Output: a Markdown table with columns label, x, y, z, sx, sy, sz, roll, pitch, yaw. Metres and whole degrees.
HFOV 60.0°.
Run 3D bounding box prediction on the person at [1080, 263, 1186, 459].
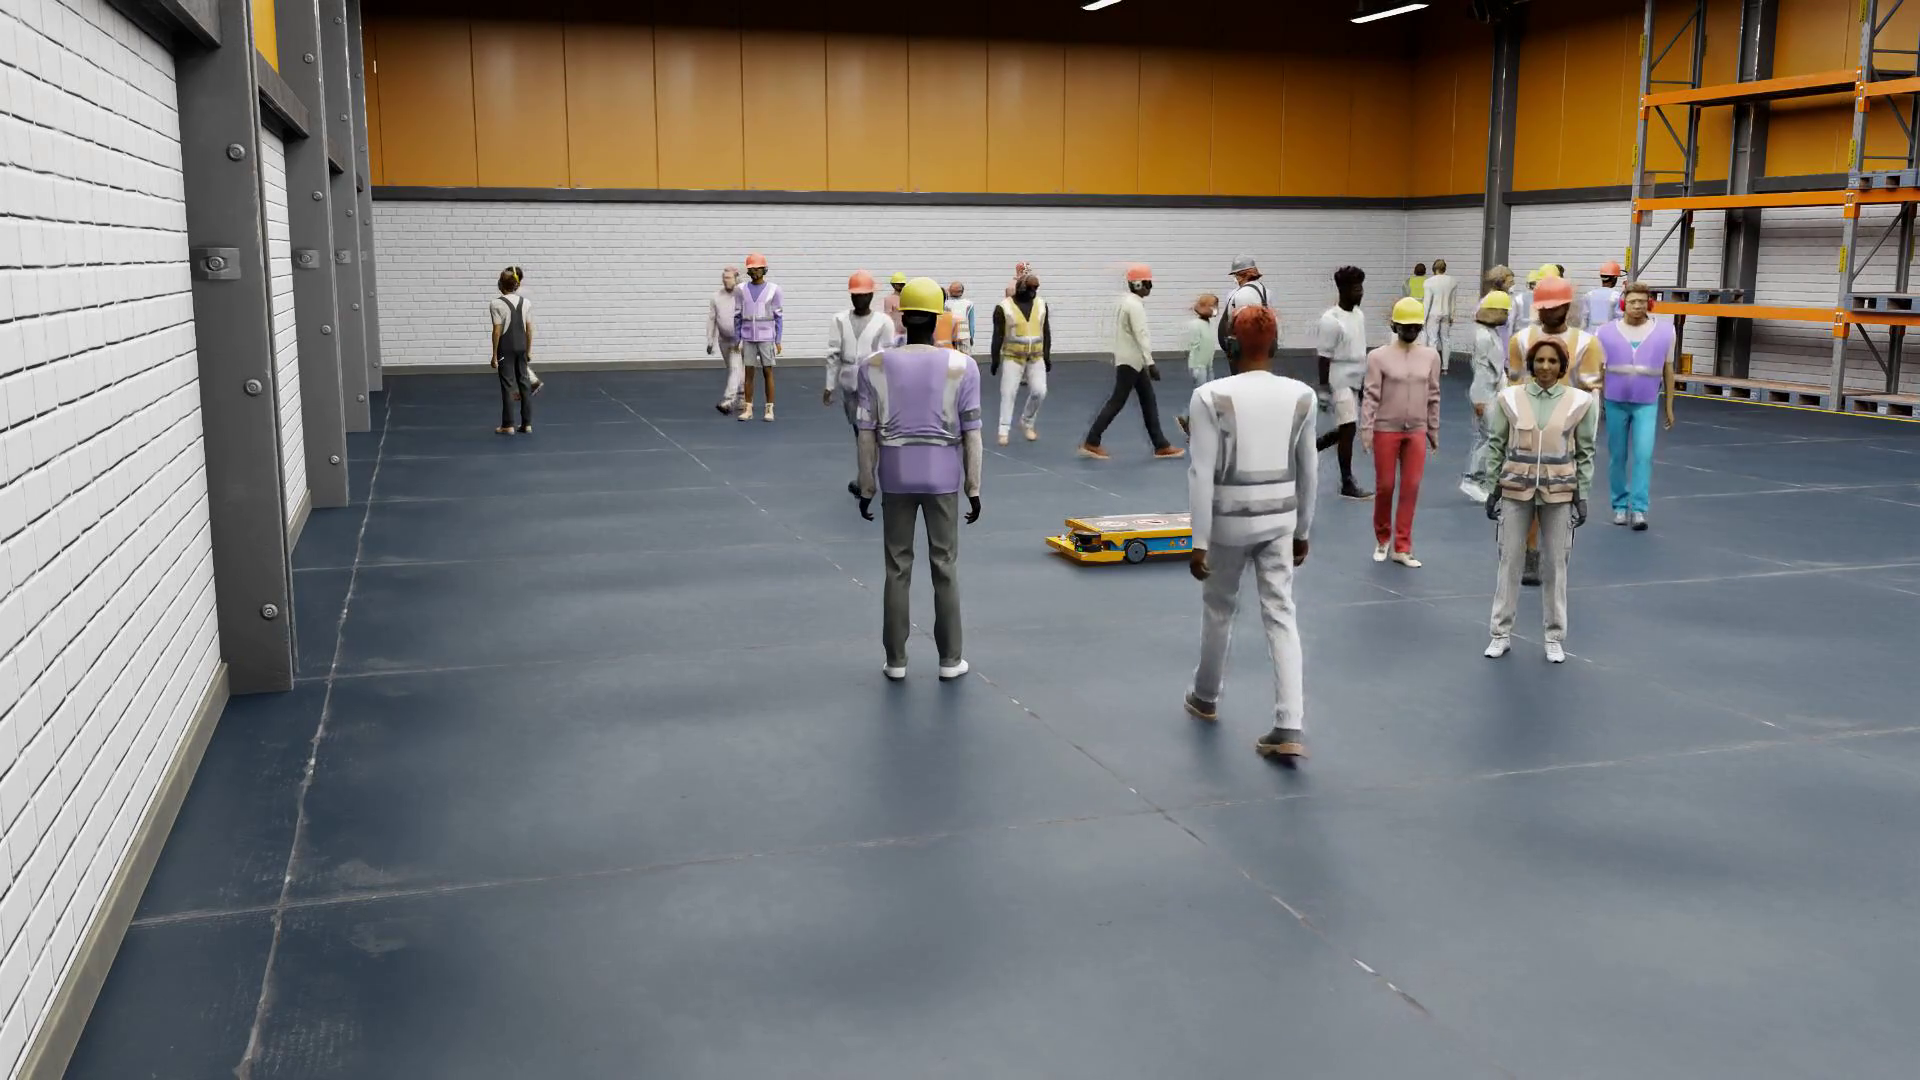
| label | x | y | z | sx | sy | sz | roll | pitch | yaw |
| --- | --- | --- | --- | --- | --- | --- | --- | --- | --- |
| person | 1.689 | -1.751 | 16.438 | 1.045 | 1.949 | 0.627 | 1 | 10 | 7 |

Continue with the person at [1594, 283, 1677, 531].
| label | x | y | z | sx | sy | sz | roll | pitch | yaw |
| --- | --- | --- | --- | --- | --- | --- | --- | --- | --- |
| person | 4.931 | -0.966 | 12.226 | 0.602 | 1.806 | 0.884 | 4 | 11 | 22 |

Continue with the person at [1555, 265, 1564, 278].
| label | x | y | z | sx | sy | sz | roll | pitch | yaw |
| --- | --- | --- | --- | --- | --- | --- | --- | --- | --- |
| person | 10.077 | -3.744 | 28.237 | 0.430 | 1.844 | 0.624 | -6 | 12 | -32 |

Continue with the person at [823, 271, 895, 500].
| label | x | y | z | sx | sy | sz | roll | pitch | yaw |
| --- | --- | --- | --- | --- | --- | --- | --- | --- | --- |
| person | -0.843 | -1.290 | 13.897 | 0.554 | 1.880 | 0.999 | 3 | 10 | 15 |

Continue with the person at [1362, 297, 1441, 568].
| label | x | y | z | sx | sy | sz | roll | pitch | yaw |
| --- | --- | --- | --- | --- | --- | --- | --- | --- | --- |
| person | 2.882 | -0.706 | 10.899 | 0.541 | 1.759 | 0.480 | -1 | 10 | -8 |

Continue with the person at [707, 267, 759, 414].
| label | x | y | z | sx | sy | sz | roll | pitch | yaw |
| --- | --- | --- | --- | --- | --- | --- | --- | --- | --- |
| person | -2.924 | -2.548 | 21.271 | 0.664 | 1.853 | 1.018 | 4 | 11 | 22 |

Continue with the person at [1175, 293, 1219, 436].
| label | x | y | z | sx | sy | sz | roll | pitch | yaw |
| --- | --- | --- | --- | --- | --- | --- | --- | --- | --- |
| person | 2.552 | -1.834 | 17.831 | 0.466 | 1.616 | 0.498 | 7 | 12 | 36 |

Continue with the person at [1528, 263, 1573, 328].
| label | x | y | z | sx | sy | sz | roll | pitch | yaw |
| --- | --- | --- | --- | --- | --- | --- | --- | --- | --- |
| person | 6.737 | -2.212 | 19.137 | 0.608 | 1.915 | 0.416 | -5 | 11 | -28 |

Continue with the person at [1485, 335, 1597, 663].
| label | x | y | z | sx | sy | sz | roll | pitch | yaw |
| --- | --- | --- | --- | --- | --- | --- | --- | --- | --- |
| person | 2.894 | -0.206 | 8.337 | 0.515 | 1.639 | 0.307 | 4 | 11 | 22 |

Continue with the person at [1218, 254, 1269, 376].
| label | x | y | z | sx | sy | sz | roll | pitch | yaw |
| --- | --- | --- | --- | --- | --- | --- | --- | --- | --- |
| person | 3.152 | -2.186 | 18.639 | 0.535 | 2.000 | 0.674 | 5 | 11 | 29 |

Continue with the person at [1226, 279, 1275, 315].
| label | x | y | z | sx | sy | sz | roll | pitch | yaw |
| --- | --- | --- | --- | --- | --- | --- | --- | --- | --- |
| person | 3.863 | -2.710 | 22.140 | 0.650 | 1.878 | 0.866 | 6 | 11 | 31 |

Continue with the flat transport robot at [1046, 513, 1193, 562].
| label | x | y | z | sx | sy | sz | roll | pitch | yaw |
| --- | --- | --- | --- | --- | --- | --- | --- | --- | --- |
| flat transport robot | 1.366 | -0.035 | 11.305 | 1.431 | 0.197 | 0.652 | -3 | 10 | -17 |

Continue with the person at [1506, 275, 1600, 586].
| label | x | y | z | sx | sy | sz | roll | pitch | yaw |
| --- | --- | --- | --- | --- | --- | --- | --- | --- | --- |
| person | 3.674 | -0.687 | 10.350 | 0.563 | 1.903 | 0.671 | 4 | 11 | 22 |

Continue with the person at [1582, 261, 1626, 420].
| label | x | y | z | sx | sy | sz | roll | pitch | yaw |
| --- | --- | --- | --- | --- | --- | --- | --- | --- | --- |
| person | 7.914 | -2.442 | 20.421 | 0.378 | 1.936 | 0.548 | -8 | 13 | -38 |

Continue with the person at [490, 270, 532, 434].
| label | x | y | z | sx | sy | sz | roll | pitch | yaw |
| --- | --- | --- | --- | --- | --- | --- | --- | --- | --- |
| person | -5.067 | -2.111 | 18.774 | 0.345 | 1.846 | 0.507 | 9 | 13 | 42 |

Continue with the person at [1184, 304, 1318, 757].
| label | x | y | z | sx | sy | sz | roll | pitch | yaw |
| --- | --- | --- | --- | --- | --- | --- | --- | --- | --- |
| person | 1.209 | -0.052 | 6.901 | 0.590 | 1.831 | 1.010 | -2 | 10 | -12 |

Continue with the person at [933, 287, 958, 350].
| label | x | y | z | sx | sy | sz | roll | pitch | yaw |
| --- | --- | --- | --- | --- | --- | --- | --- | --- | --- |
| person | -0.220 | -1.996 | 18.587 | 0.534 | 1.686 | 0.455 | -8 | 12 | -37 |

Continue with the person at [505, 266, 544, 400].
| label | x | y | z | sx | sy | sz | roll | pitch | yaw |
| --- | --- | --- | --- | --- | --- | --- | --- | --- | --- |
| person | -6.100 | -2.851 | 23.011 | 0.437 | 1.856 | 0.562 | -1 | 10 | -8 |

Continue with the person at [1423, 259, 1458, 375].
| label | x | y | z | sx | sy | sz | roll | pitch | yaw |
| --- | --- | --- | --- | --- | --- | --- | --- | --- | --- |
| person | 8.013 | -3.732 | 27.886 | 0.627 | 1.940 | 0.370 | -3 | 10 | -17 |

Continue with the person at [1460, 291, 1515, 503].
| label | x | y | z | sx | sy | sz | roll | pitch | yaw |
| --- | --- | --- | --- | --- | --- | --- | --- | --- | --- |
| person | 4.321 | -1.155 | 13.532 | 0.340 | 1.729 | 0.513 | 5 | 11 | 27 |

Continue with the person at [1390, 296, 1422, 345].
| label | x | y | z | sx | sy | sz | roll | pitch | yaw |
| --- | --- | --- | --- | --- | --- | --- | --- | --- | --- |
| person | 4.384 | -1.588 | 16.397 | 0.406 | 1.618 | 0.501 | 7 | 12 | 37 |

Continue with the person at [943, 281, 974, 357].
| label | x | y | z | sx | sy | sz | roll | pitch | yaw |
| --- | --- | --- | --- | --- | --- | --- | --- | --- | --- |
| person | -0.040 | -2.857 | 23.692 | 0.514 | 1.636 | 0.315 | -3 | 10 | -16 |

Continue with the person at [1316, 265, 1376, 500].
| label | x | y | z | sx | sy | sz | roll | pitch | yaw |
| --- | --- | --- | --- | --- | --- | --- | --- | --- | --- |
| person | 3.134 | -1.315 | 13.896 | 0.785 | 1.943 | 0.619 | 7 | 12 | 36 |

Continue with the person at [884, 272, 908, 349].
| label | x | y | z | sx | sy | sz | roll | pitch | yaw |
| --- | --- | --- | --- | --- | --- | --- | --- | --- | --- |
| person | -0.882 | -2.971 | 23.990 | 0.329 | 1.769 | 0.542 | 7 | 12 | 37 |

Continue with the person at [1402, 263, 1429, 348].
| label | x | y | z | sx | sy | sz | roll | pitch | yaw |
| --- | --- | --- | --- | --- | --- | --- | --- | --- | --- |
| person | 8.747 | -4.345 | 31.714 | 0.635 | 1.842 | 0.429 | 5 | 11 | 26 |

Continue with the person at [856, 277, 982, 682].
| label | x | y | z | sx | sy | sz | roll | pitch | yaw |
| --- | --- | --- | --- | --- | --- | --- | --- | --- | --- |
| person | -0.191 | -0.281 | 7.937 | 0.594 | 1.925 | 0.376 | 0 | 10 | 2 |

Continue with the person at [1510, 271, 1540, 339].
| label | x | y | z | sx | sy | sz | roll | pitch | yaw |
| --- | --- | --- | --- | --- | --- | --- | --- | --- | --- |
| person | 7.988 | -2.861 | 23.298 | 0.602 | 1.781 | 0.936 | 4 | 10 | 20 |

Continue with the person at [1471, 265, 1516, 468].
| label | x | y | z | sx | sy | sz | roll | pitch | yaw |
| --- | --- | --- | --- | --- | --- | --- | --- | --- | --- |
| person | 4.899 | -1.531 | 15.172 | 0.452 | 1.934 | 0.650 | 3 | 10 | 17 |

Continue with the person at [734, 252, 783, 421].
| label | x | y | z | sx | sy | sz | roll | pitch | yaw |
| --- | --- | --- | --- | --- | --- | --- | --- | --- | --- |
| person | -2.454 | -2.454 | 20.179 | 0.605 | 2.045 | 0.381 | 1 | 10 | 8 |

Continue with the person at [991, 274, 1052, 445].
| label | x | y | z | sx | sy | sz | roll | pitch | yaw |
| --- | --- | --- | --- | --- | --- | --- | --- | --- | --- |
| person | 0.654 | -1.927 | 17.795 | 0.665 | 1.821 | 0.431 | -3 | 10 | -18 |

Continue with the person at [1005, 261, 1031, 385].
| label | x | y | z | sx | sy | sz | roll | pitch | yaw |
| --- | --- | --- | --- | --- | --- | --- | --- | --- | --- |
| person | 0.981 | -3.351 | 25.769 | 0.407 | 1.910 | 0.639 | -6 | 11 | -31 |
